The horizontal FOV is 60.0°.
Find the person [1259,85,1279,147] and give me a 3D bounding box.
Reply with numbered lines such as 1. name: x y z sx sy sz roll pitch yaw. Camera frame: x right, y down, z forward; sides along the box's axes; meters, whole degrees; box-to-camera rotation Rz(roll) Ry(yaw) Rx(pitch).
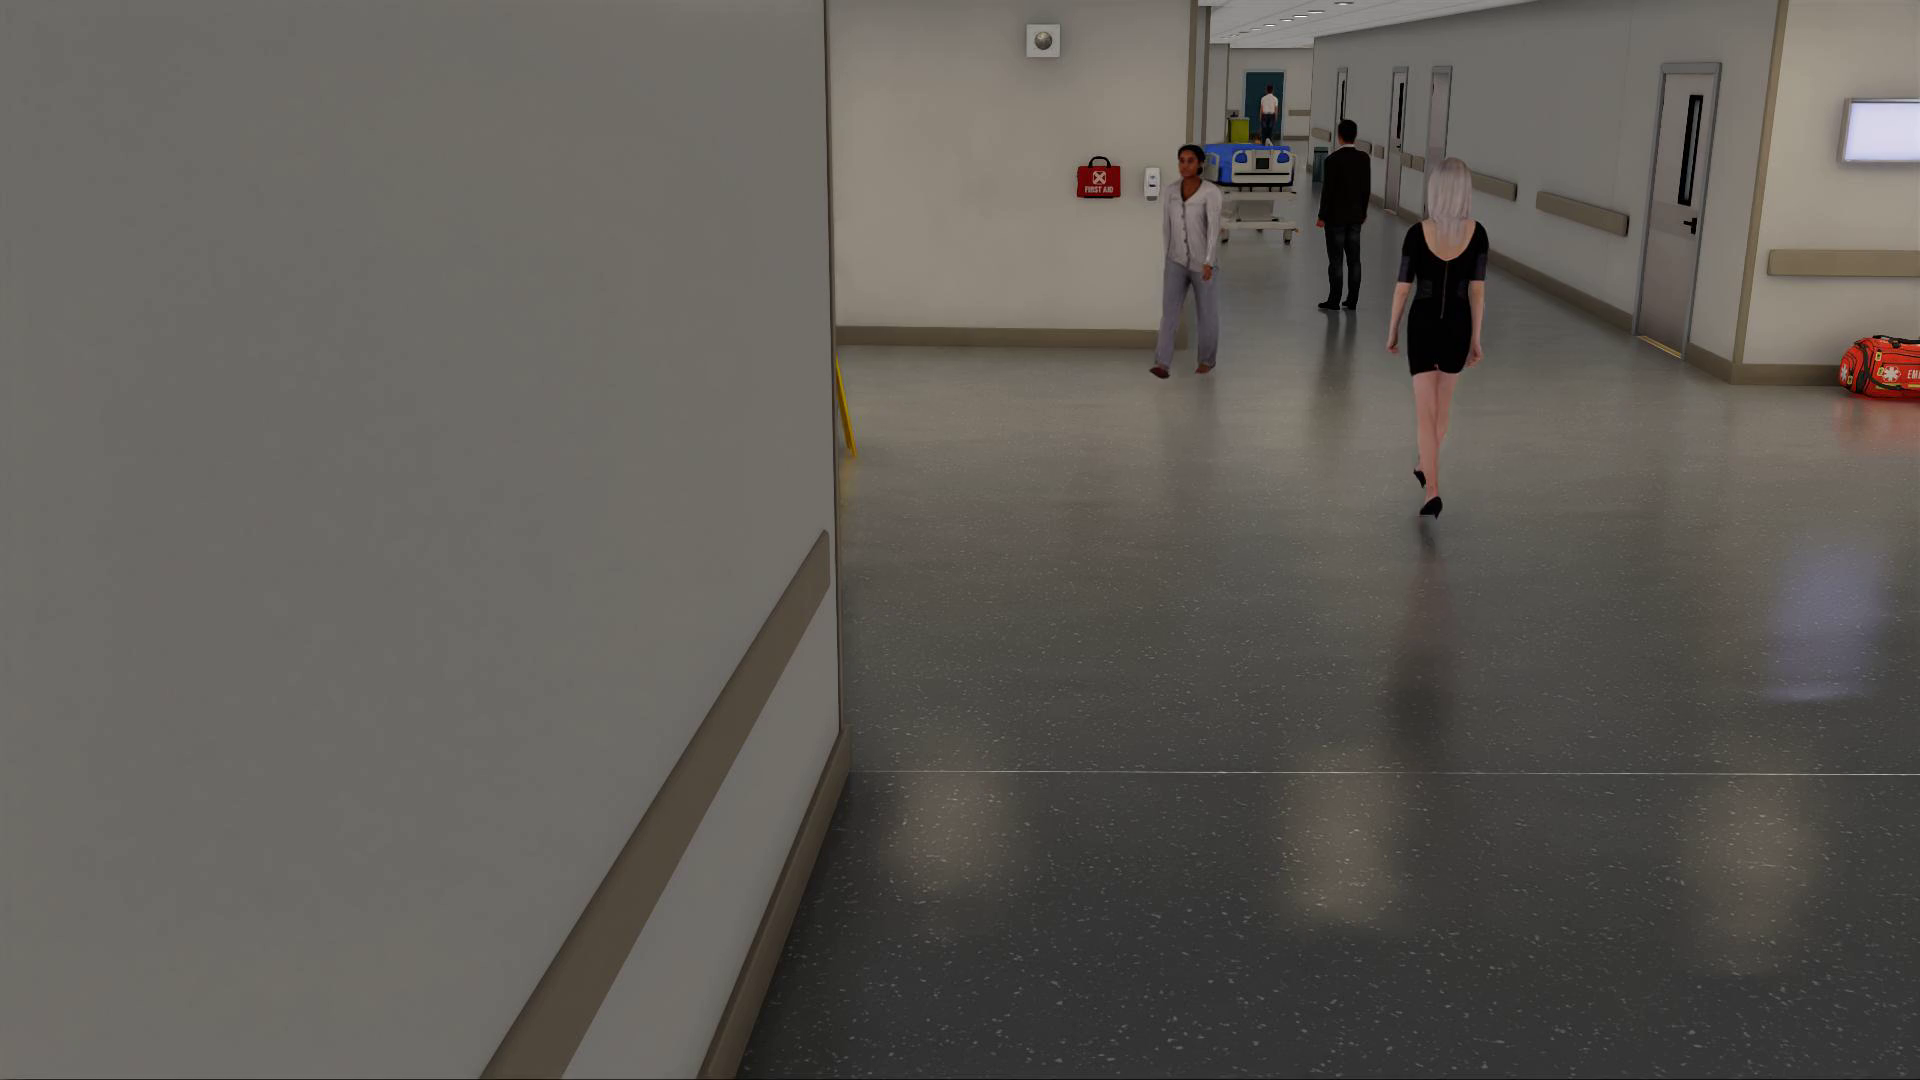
1. person: 9.021 -12.338 48.628 0.707 1.839 0.748 2 16 7

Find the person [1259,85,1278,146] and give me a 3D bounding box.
1. person: 9.586 -13.198 51.703 0.997 1.825 0.995 -10 18 -30

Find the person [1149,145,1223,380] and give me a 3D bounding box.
1. person: 1.767 -2.048 12.399 1.165 1.693 1.015 8 18 27

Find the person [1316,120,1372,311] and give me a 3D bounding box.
1. person: 3.714 -3.133 16.050 0.642 1.799 0.811 -5 17 -18

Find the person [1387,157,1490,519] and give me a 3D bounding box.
1. person: 2.435 -0.972 8.430 1.114 1.776 0.684 1 16 2
